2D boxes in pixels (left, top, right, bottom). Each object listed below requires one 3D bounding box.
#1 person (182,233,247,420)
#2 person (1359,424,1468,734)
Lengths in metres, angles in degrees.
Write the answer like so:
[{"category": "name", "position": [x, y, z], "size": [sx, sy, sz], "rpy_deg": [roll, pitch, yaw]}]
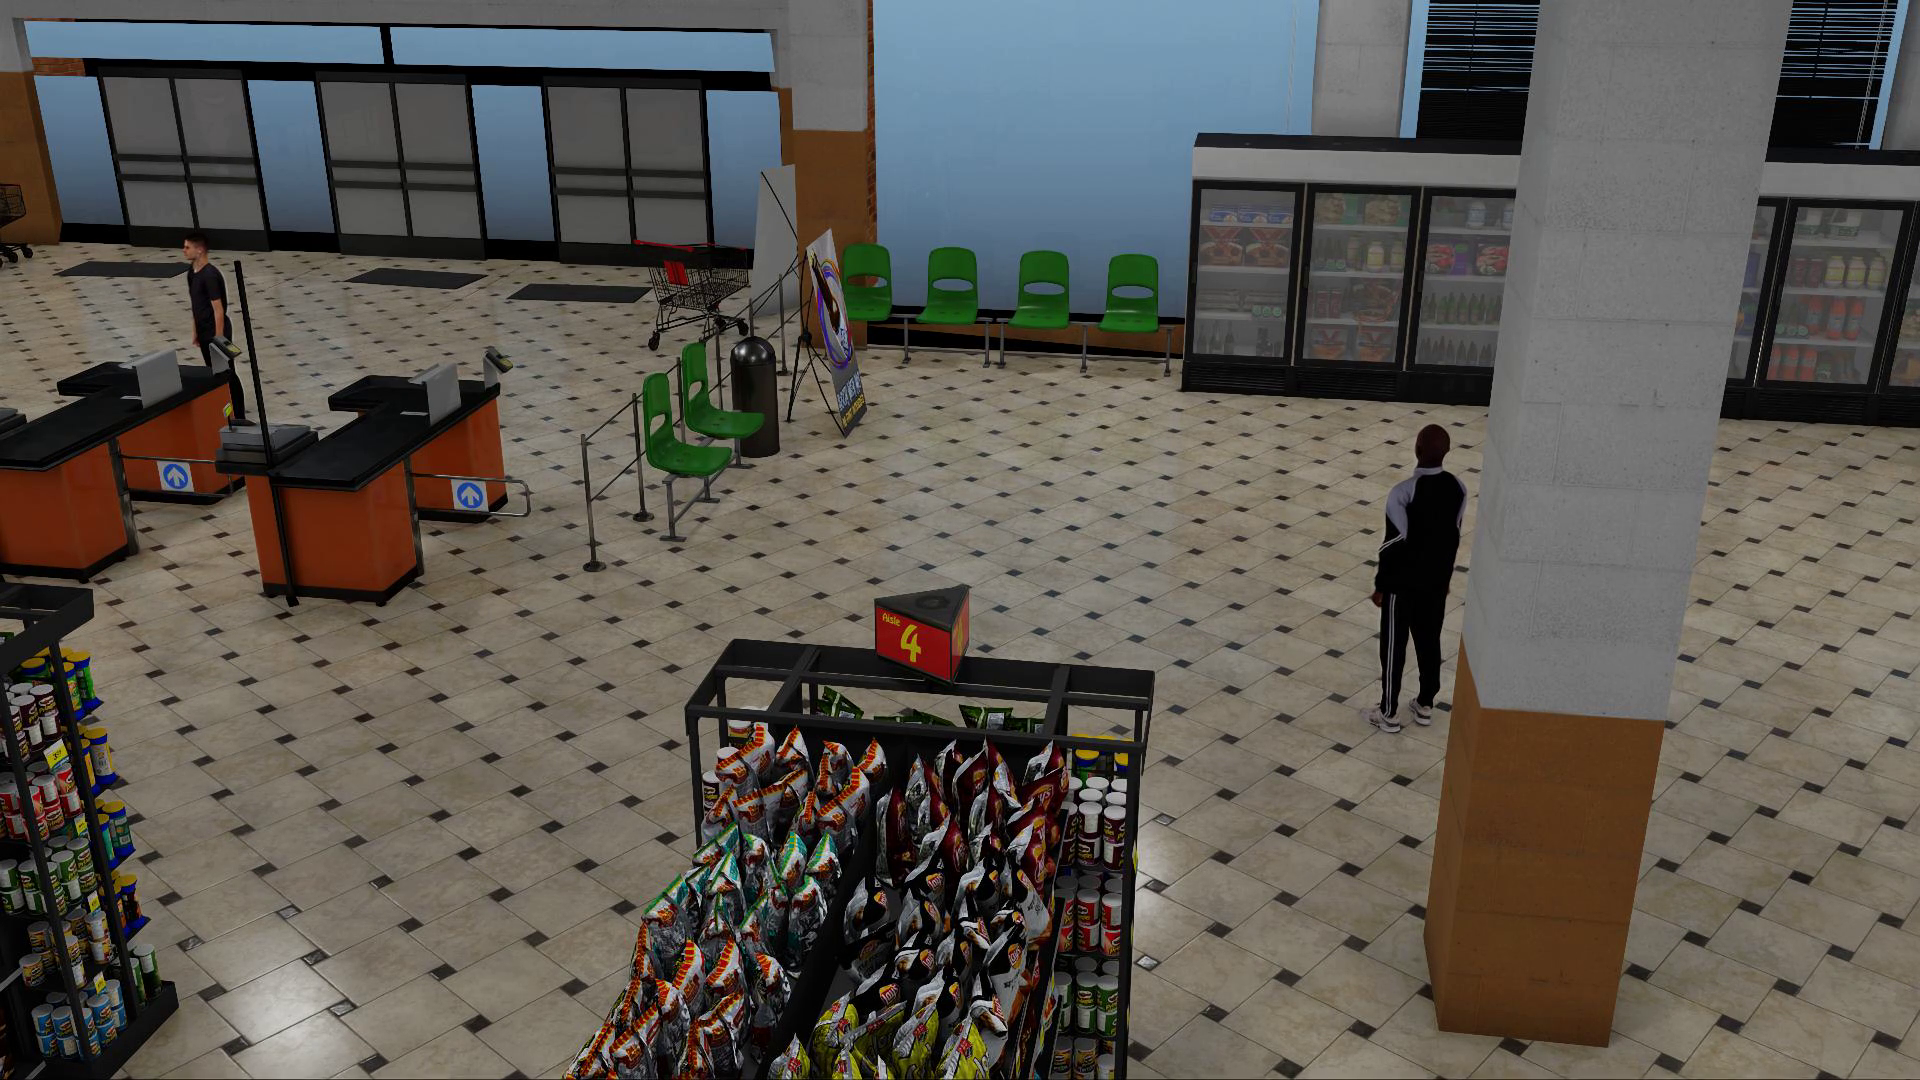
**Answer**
[{"category": "person", "position": [-6.472, -1.786, 14.420], "size": [0.721, 1.763, 0.732], "rpy_deg": [20, 29, 40]}, {"category": "person", "position": [2.576, 0.213, 9.358], "size": [0.736, 1.828, 0.723], "rpy_deg": [-7, 23, -17]}]
